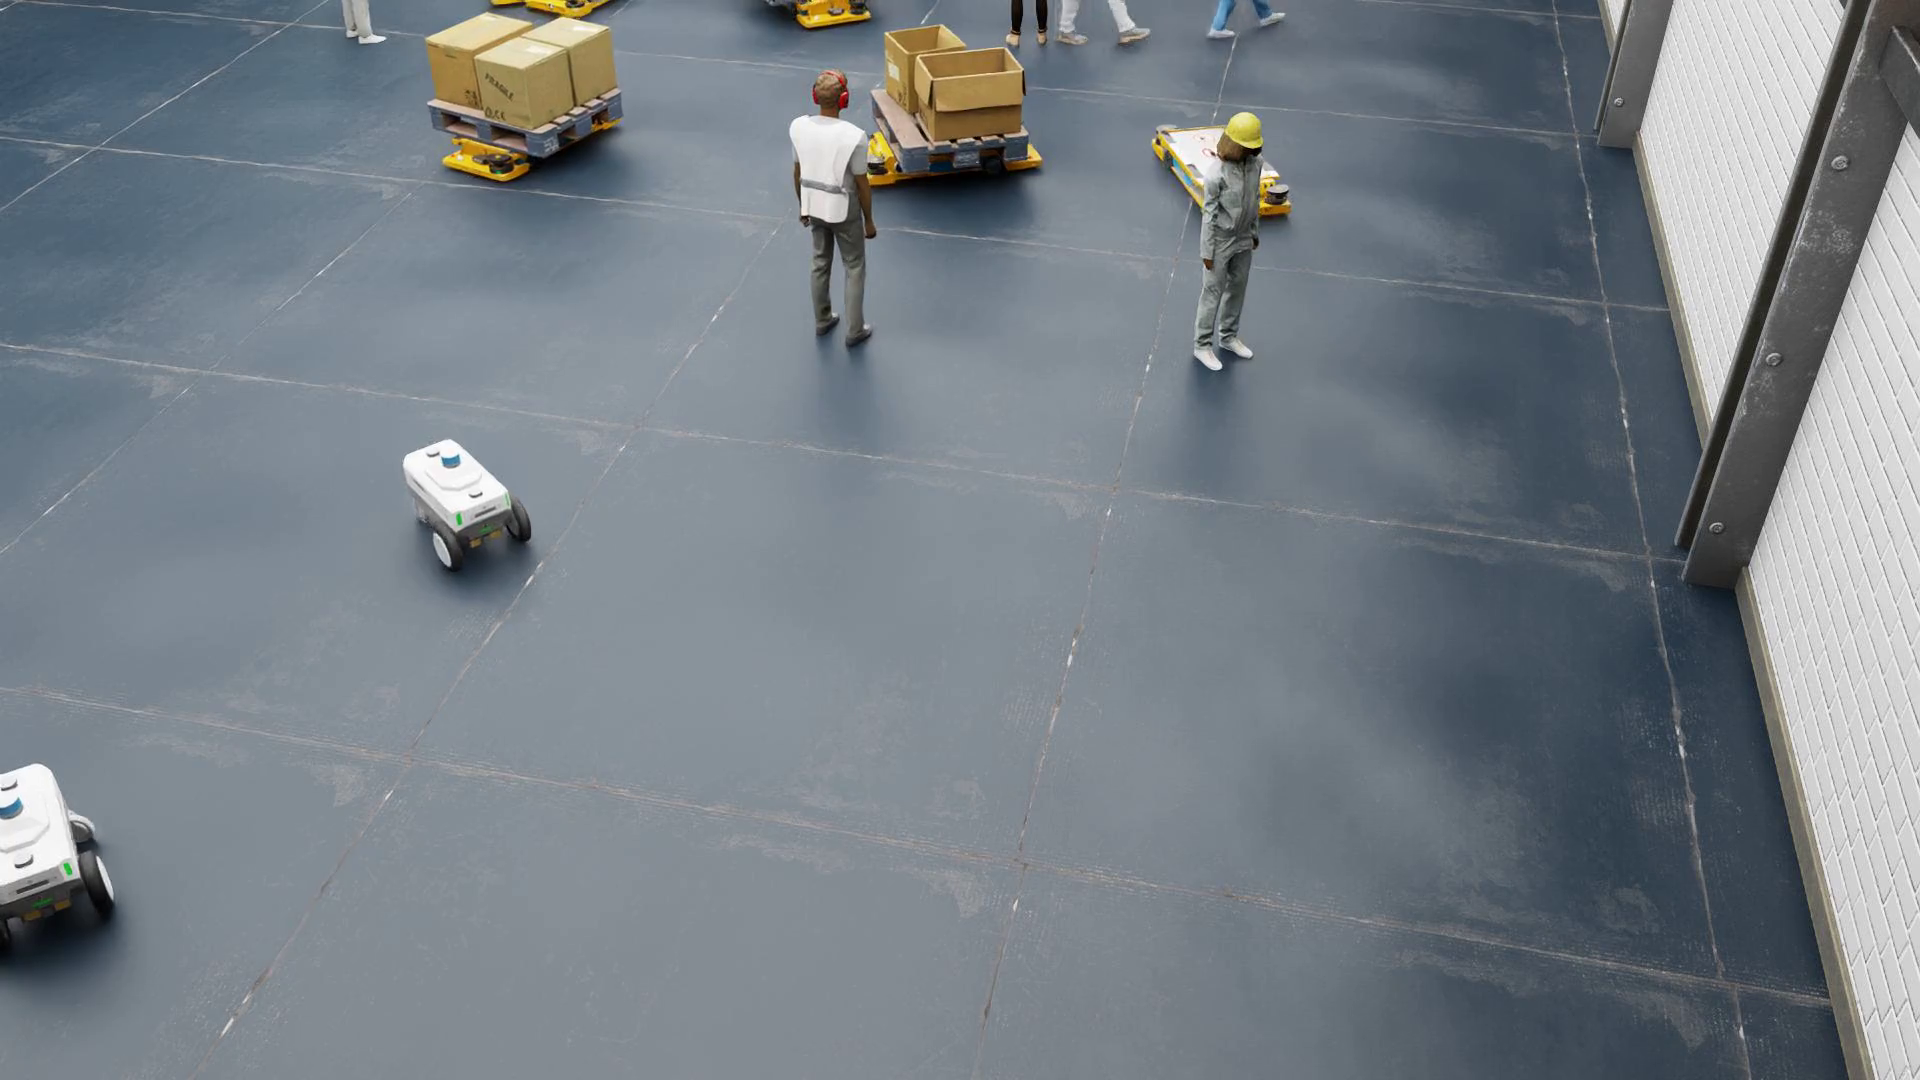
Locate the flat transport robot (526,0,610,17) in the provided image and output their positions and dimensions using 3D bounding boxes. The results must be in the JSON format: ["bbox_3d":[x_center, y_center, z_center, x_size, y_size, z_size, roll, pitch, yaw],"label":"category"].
[{"bbox_3d":[-3.640,-5.598,16.710,0.659,0.231,1.431,19,41,23],"label":"flat transport robot"}]

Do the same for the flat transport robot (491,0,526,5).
[{"bbox_3d":[-4.570,-5.788,16.964,0.659,0.231,1.431,-15,39,-19],"label":"flat transport robot"}]

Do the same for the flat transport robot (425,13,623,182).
[{"bbox_3d":[-3.520,-3.342,13.690,0.659,0.231,1.431,19,41,24],"label":"flat transport robot"}]

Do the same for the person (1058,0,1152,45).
[{"bbox_3d":[1.346,-5.409,15.151,0.947,1.833,0.612,12,38,15],"label":"person"}]

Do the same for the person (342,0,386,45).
[{"bbox_3d":[-5.602,-5.395,15.307,0.330,1.622,0.519,-30,46,-34],"label":"person"}]

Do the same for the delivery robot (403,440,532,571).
[{"bbox_3d":[-2.781,-0.219,9.290,0.499,0.614,0.791,-27,44,-31],"label":"delivery robot"}]

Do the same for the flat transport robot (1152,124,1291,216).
[{"bbox_3d":[2.046,-2.930,13.140,0.659,0.231,1.431,-8,37,-10],"label":"flat transport robot"}]

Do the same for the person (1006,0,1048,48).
[{"bbox_3d":[0.623,-5.352,15.188,0.531,1.696,0.319,-7,37,-9],"label":"person"}]

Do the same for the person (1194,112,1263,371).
[{"bbox_3d":[1.718,-1.888,10.524,0.490,1.728,0.321,-27,45,-32],"label":"person"}]

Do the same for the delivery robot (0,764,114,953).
[{"bbox_3d":[-4.015,1.358,7.179,0.499,0.614,0.785,-20,41,-25],"label":"delivery robot"}]

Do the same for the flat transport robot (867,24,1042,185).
[{"bbox_3d":[-0.112,-3.142,13.423,1.431,0.231,0.659,-9,38,-12],"label":"flat transport robot"}]

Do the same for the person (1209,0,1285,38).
[{"bbox_3d":[2.735,-5.532,15.438,0.865,1.679,0.495,-11,38,-14],"label":"person"}]

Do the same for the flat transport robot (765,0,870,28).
[{"bbox_3d":[-1.460,-5.406,16.452,0.659,0.231,1.431,-16,40,-20],"label":"flat transport robot"}]

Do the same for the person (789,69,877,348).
[{"bbox_3d":[-0.817,-2.112,10.738,0.565,1.834,0.416,18,40,23],"label":"person"}]
